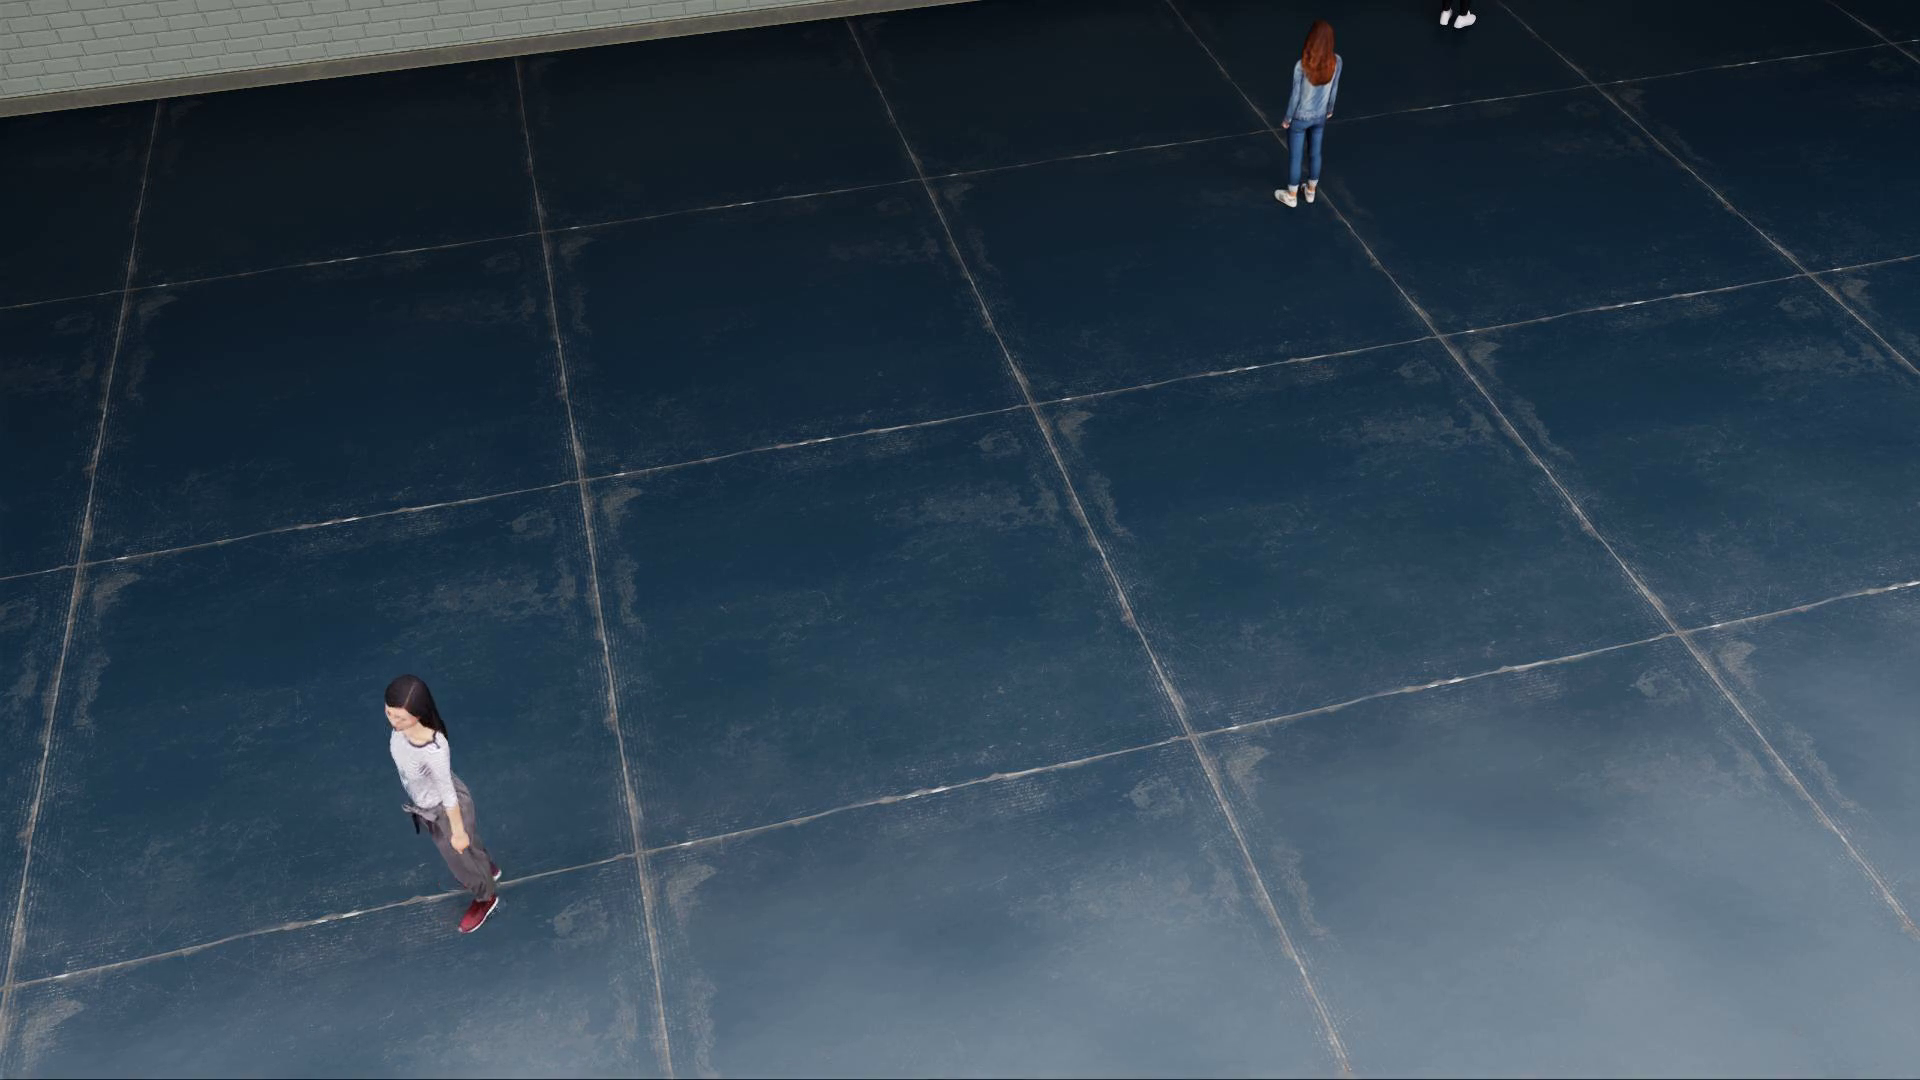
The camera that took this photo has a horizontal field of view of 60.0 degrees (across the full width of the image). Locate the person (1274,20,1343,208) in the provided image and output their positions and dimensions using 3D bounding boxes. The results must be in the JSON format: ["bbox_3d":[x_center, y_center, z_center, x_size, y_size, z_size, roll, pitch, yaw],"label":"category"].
[{"bbox_3d":[2.633,-3.211,12.545,0.589,1.475,0.517,-15,45,-15],"label":"person"}]

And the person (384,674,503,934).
[{"bbox_3d":[-2.377,1.175,7.664,0.847,1.726,0.691,-21,47,-21],"label":"person"}]
